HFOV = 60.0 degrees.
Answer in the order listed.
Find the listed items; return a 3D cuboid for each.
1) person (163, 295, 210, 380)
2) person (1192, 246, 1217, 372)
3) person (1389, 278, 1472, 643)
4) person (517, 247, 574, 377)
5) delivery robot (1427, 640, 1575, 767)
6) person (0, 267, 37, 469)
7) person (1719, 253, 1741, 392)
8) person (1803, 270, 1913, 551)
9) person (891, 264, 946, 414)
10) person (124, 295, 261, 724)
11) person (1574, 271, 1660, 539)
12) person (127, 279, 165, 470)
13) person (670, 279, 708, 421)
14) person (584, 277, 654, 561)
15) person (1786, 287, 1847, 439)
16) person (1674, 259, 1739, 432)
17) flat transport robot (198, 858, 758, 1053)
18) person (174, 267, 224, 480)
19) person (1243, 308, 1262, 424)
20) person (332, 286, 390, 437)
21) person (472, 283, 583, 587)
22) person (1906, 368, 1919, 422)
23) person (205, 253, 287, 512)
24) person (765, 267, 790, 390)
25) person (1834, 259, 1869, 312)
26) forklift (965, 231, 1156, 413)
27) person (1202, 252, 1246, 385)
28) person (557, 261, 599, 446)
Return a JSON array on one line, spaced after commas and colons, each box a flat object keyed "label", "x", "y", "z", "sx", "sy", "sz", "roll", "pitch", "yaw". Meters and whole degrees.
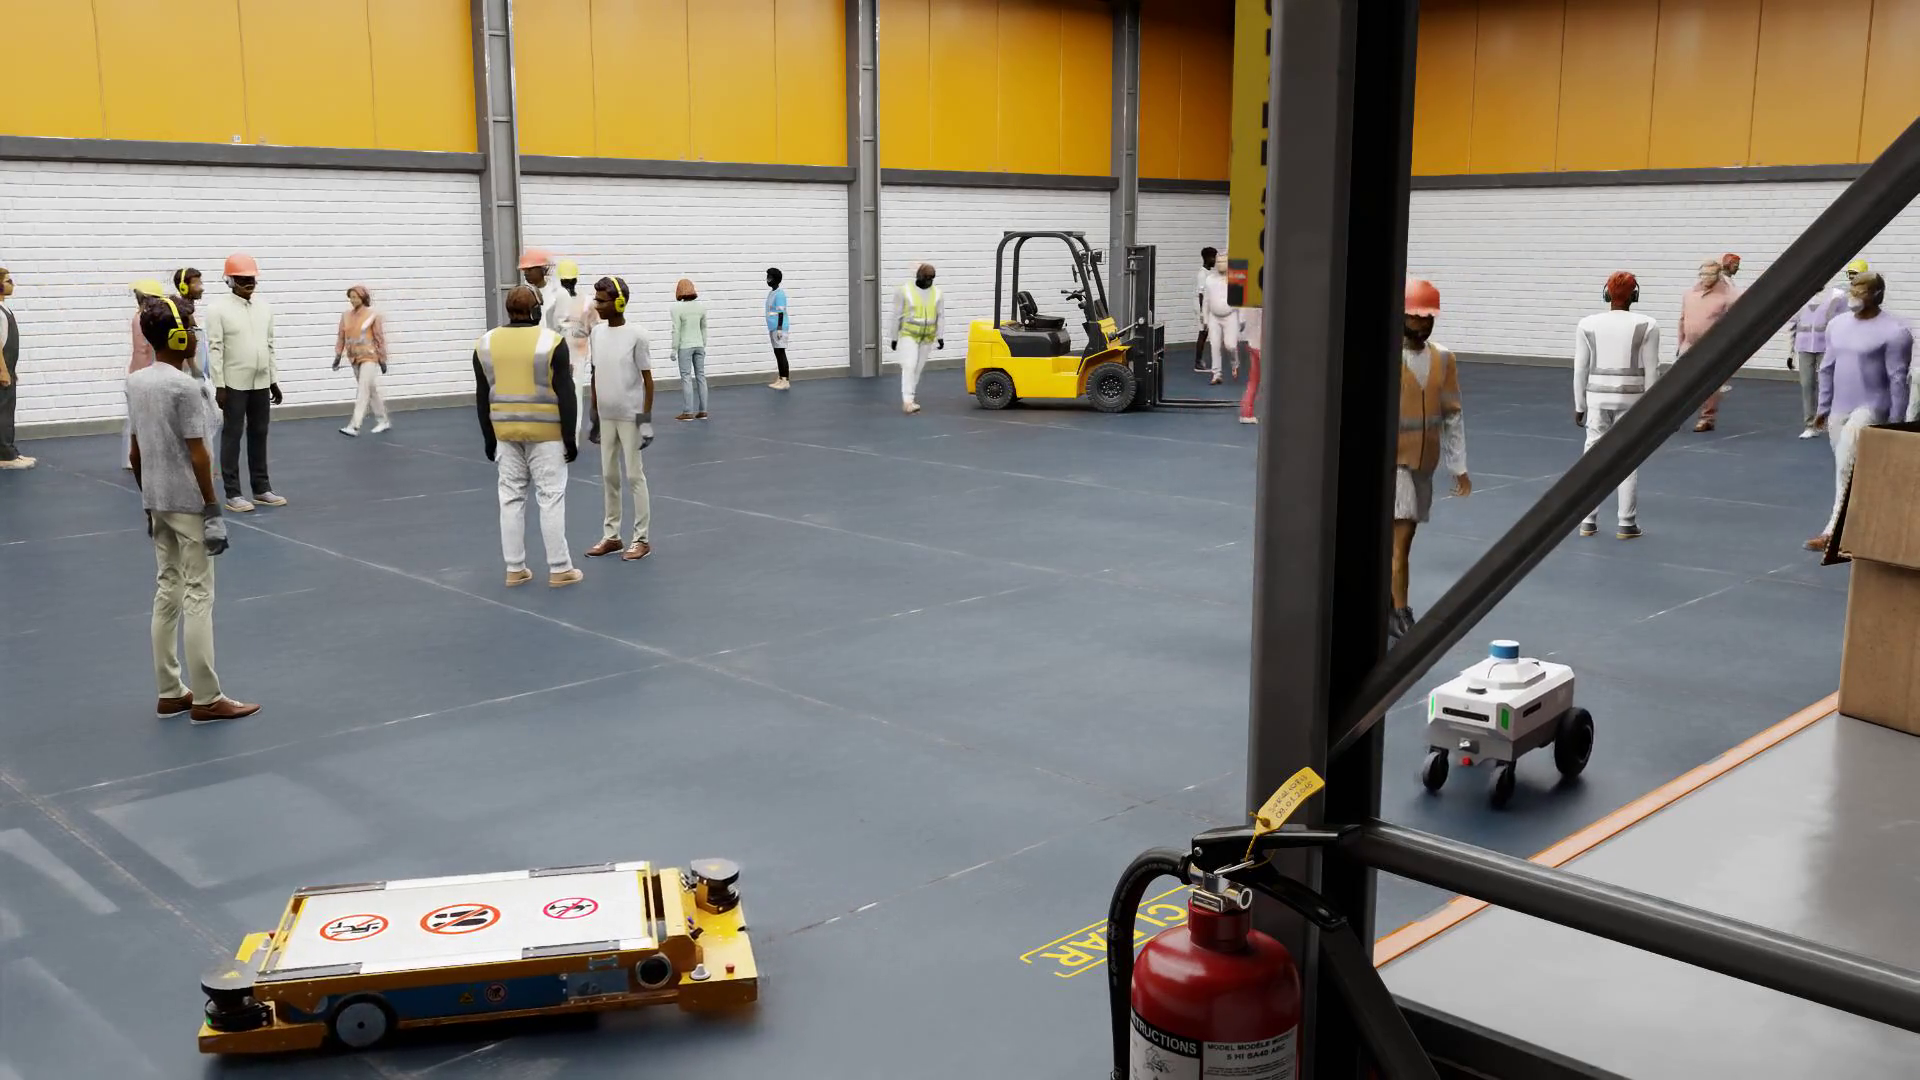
[{"label": "person", "x": -7.225, "y": -1.467, "z": 15.391, "sx": 0.519, "sy": 1.587, "sz": 0.894, "roll": -4, "pitch": 11, "yaw": -18}, {"label": "person", "x": 3.846, "y": -3.625, "z": 26.148, "sx": 0.380, "sy": 1.957, "sz": 0.617, "roll": 2, "pitch": 11, "yaw": 12}, {"label": "person", "x": 2.385, "y": -0.381, "z": 8.605, "sx": 0.548, "sy": 1.907, "sz": 0.843, "roll": -4, "pitch": 11, "yaw": -20}, {"label": "person", "x": -3.888, "y": -1.705, "z": 15.481, "sx": 0.638, "sy": 2.025, "sz": 0.454, "roll": 4, "pitch": 11, "yaw": 23}, {"label": "delivery robot", "x": 2.115, "y": 0.634, "z": 6.487, "sx": 0.477, "sy": 0.478, "sz": 0.707, "roll": 9, "pitch": 14, "yaw": 39}, {"label": "person", "x": -8.747, "y": -1.571, "z": 15.245, "sx": 0.345, "sy": 1.846, "sz": 0.506, "roll": -5, "pitch": 11, "yaw": -23}, {"label": "person", "x": 10.455, "y": -2.974, "z": 22.780, "sx": 0.354, "sy": 1.887, "sz": 0.573, "roll": 8, "pitch": 13, "yaw": 36}, {"label": "person", "x": 6.202, "y": -0.880, "z": 11.314, "sx": 0.901, "sy": 1.911, "sz": 0.628, "roll": -3, "pitch": 11, "yaw": -16}, {"label": "person", "x": -0.469, "y": -2.417, "z": 20.026, "sx": 0.662, "sy": 1.788, "sz": 0.844, "roll": -5, "pitch": 12, "yaw": -27}, {"label": "person", "x": -3.406, "y": -0.128, "z": 7.302, "sx": 0.521, "sy": 1.874, "sz": 0.327, "roll": 6, "pitch": 12, "yaw": 31}, {"label": "person", "x": 4.624, "y": -0.947, "z": 11.740, "sx": 0.574, "sy": 1.884, "sz": 0.356, "roll": 7, "pitch": 12, "yaw": 32}, {"label": "person", "x": -7.289, "y": -1.497, "z": 15.180, "sx": 0.771, "sy": 1.727, "sz": 0.518, "roll": -5, "pitch": 12, "yaw": -26}, {"label": "person", "x": -3.134, "y": -2.196, "z": 19.231, "sx": 0.286, "sy": 1.632, "sz": 0.500, "roll": 10, "pitch": 14, "yaw": 43}, {"label": "person", "x": -2.245, "y": -0.793, "z": 10.955, "sx": 0.520, "sy": 1.864, "sz": 0.333, "roll": 6, "pitch": 12, "yaw": 30}, {"label": "person", "x": 9.051, "y": -2.014, "z": 17.558, "sx": 0.645, "sy": 1.885, "sz": 0.648, "roll": 10, "pitch": 14, "yaw": 44}, {"label": "person", "x": 7.934, "y": -2.063, "z": 17.864, "sx": 0.908, "sy": 1.862, "sz": 0.658, "roll": -9, "pitch": 14, "yaw": -39}, {"label": "flat transport robot", "x": -1.321, "y": 1.150, "z": 4.705, "sx": 1.431, "sy": 0.197, "sz": 0.652, "roll": -2, "pitch": 11, "yaw": -12}, {"label": "person", "x": -6.633, "y": -1.423, "z": 14.430, "sx": 0.429, "sy": 1.850, "sz": 0.522, "roll": -1, "pitch": 10, "yaw": -6}, {"label": "person", "x": 3.504, "y": -2.152, "z": 18.726, "sx": 0.652, "sy": 1.734, "sz": 0.520, "roll": 0, "pitch": 10, "yaw": -1}, {"label": "person", "x": -6.399, "y": -1.902, "z": 17.750, "sx": 0.517, "sy": 1.591, "sz": 0.872, "roll": 5, "pitch": 11, "yaw": 25}, {"label": "person", "x": -2.609, "y": -0.628, "z": 10.114, "sx": 0.623, "sy": 1.845, "sz": 0.430, "roll": 2, "pitch": 11, "yaw": 12}, {"label": "person", "x": 5.737, "y": -0.477, "z": 9.594, "sx": 0.510, "sy": 1.714, "sz": 0.711, "roll": 9, "pitch": 14, "yaw": 41}, {"label": "person", "x": -5.554, "y": -1.229, "z": 12.968, "sx": 0.393, "sy": 1.995, "sz": 0.612, "roll": 5, "pitch": 12, "yaw": 26}, {"label": "person", "x": -2.537, "y": -2.930, "z": 23.082, "sx": 0.321, "sy": 1.694, "sz": 0.535, "roll": -4, "pitch": 11, "yaw": -19}, {"label": "person", "x": 11.276, "y": -2.625, "z": 21.035, "sx": 0.403, "sy": 1.828, "sz": 0.597, "roll": -9, "pitch": 14, "yaw": -42}, {"label": "forklift", "x": 1.222, "y": -2.721, "z": 20.561, "sx": 2.313, "sy": 2.155, "sz": 1.214, "roll": 2, "pitch": 11, "yaw": 13}, {"label": "person", "x": 3.774, "y": -3.162, "z": 23.785, "sx": 0.662, "sy": 1.893, "sz": 0.488, "roll": 5, "pitch": 12, "yaw": 27}, {"label": "person", "x": -4.006, "y": -1.919, "z": 17.073, "sx": 0.606, "sy": 1.884, "sz": 0.999, "roll": -1, "pitch": 10, "yaw": -3}]
